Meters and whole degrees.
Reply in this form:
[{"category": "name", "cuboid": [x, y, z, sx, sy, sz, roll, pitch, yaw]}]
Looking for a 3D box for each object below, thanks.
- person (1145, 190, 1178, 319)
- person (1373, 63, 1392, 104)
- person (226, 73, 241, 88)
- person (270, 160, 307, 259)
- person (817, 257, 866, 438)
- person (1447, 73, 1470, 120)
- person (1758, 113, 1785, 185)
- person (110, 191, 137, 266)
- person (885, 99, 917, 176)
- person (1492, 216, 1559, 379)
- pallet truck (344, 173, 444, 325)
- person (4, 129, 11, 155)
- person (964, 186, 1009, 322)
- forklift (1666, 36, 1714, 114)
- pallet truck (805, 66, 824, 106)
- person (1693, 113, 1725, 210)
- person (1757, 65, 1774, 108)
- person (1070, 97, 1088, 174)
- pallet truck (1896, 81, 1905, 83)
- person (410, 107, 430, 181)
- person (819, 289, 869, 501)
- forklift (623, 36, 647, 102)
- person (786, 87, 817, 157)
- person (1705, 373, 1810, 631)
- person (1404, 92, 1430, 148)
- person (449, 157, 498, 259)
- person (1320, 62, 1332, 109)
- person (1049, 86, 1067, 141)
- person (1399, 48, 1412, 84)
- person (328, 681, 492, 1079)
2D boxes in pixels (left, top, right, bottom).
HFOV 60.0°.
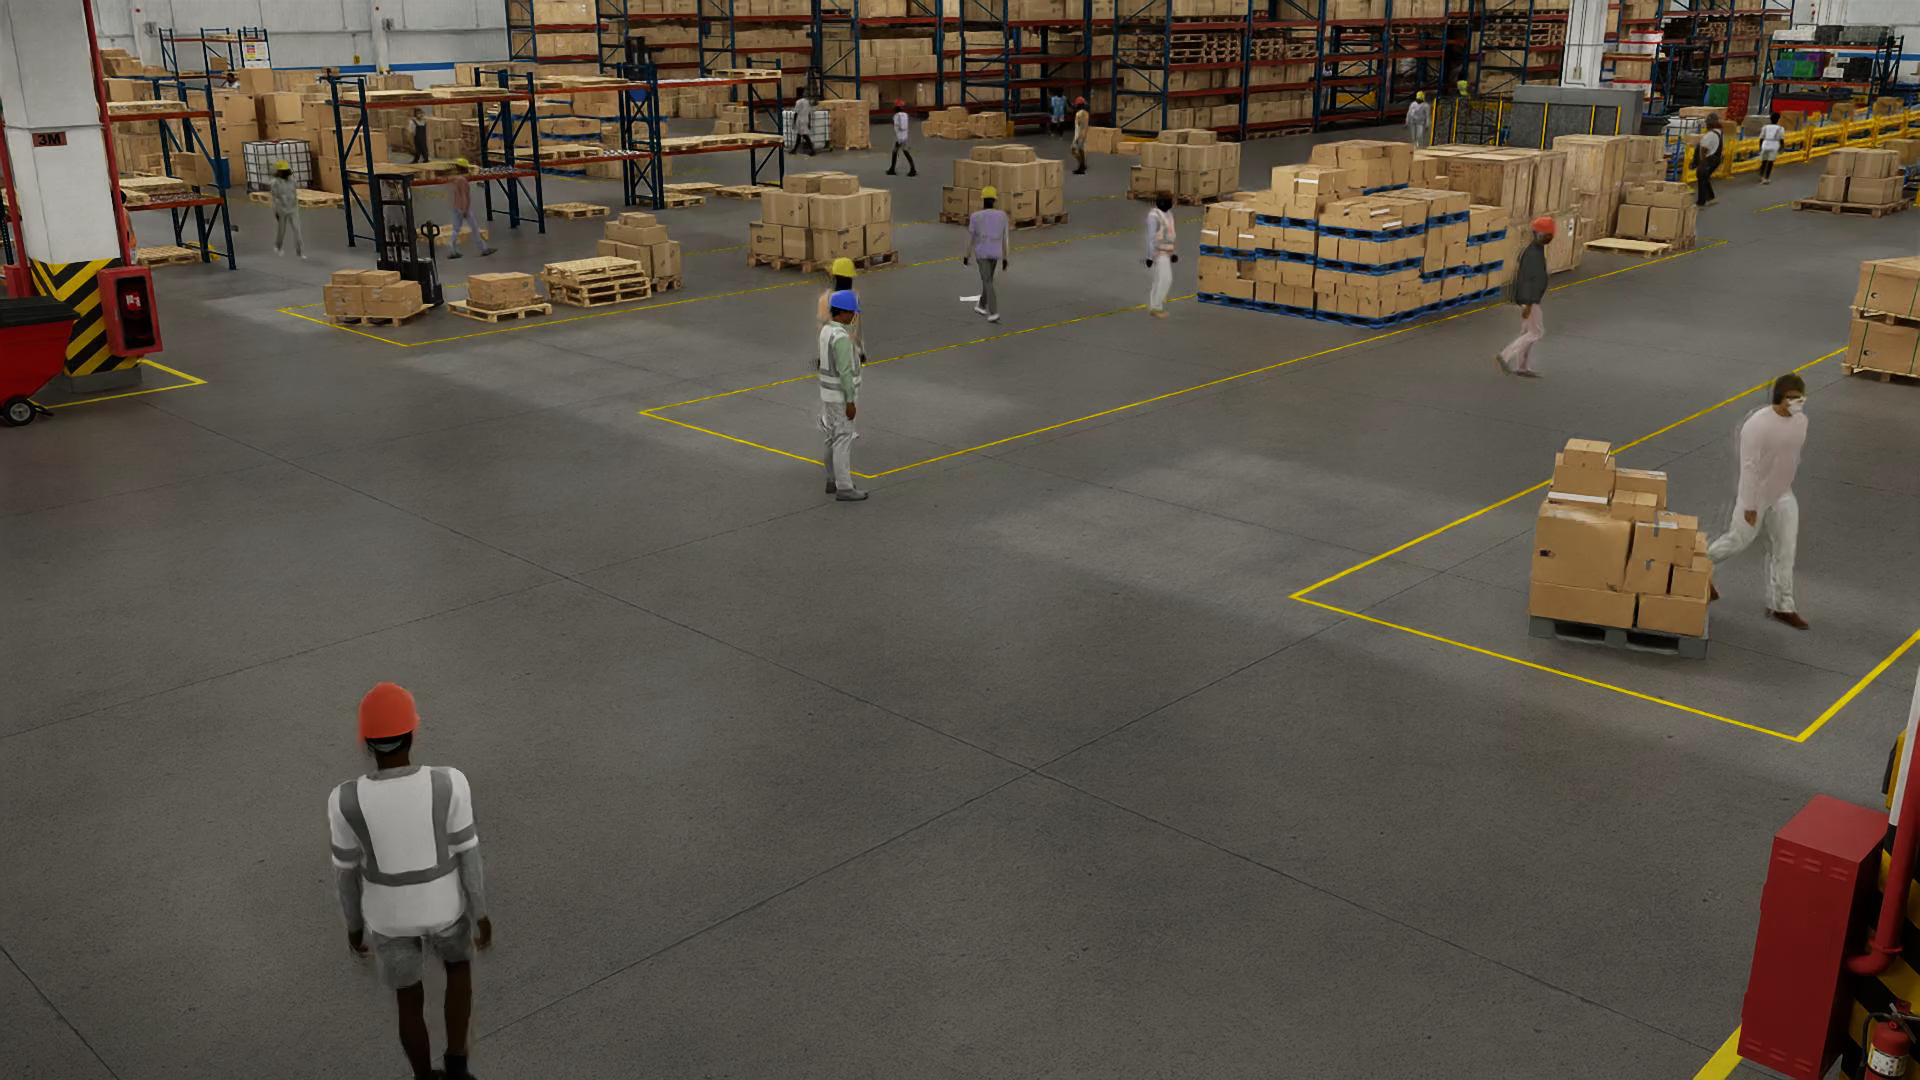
[{"category": "person", "cuboid": [2.908, -4.056, 23.651, 0.520, 1.827, 0.637, 9, 20, 24]}, {"category": "person", "cuboid": [16.207, -17.414, 63.803, 0.640, 1.886, 0.503, -5, 19, -15]}, {"category": "person", "cuboid": [-23.558, -14.205, 54.083, 0.590, 1.919, 0.395, 9, 20, 26]}, {"category": "person", "cuboid": [-11.791, -5.776, 29.024, 0.847, 1.709, 0.493, 15, 24, 39]}, {"category": "person", "cuboid": [-1.203, -1.983, 17.270, 0.416, 1.911, 0.602, 12, 22, 31]}, {"category": "person", "cuboid": [18.008, -15.902, 59.621, 0.561, 1.649, 0.793, -12, 22, -32]}, {"category": "person", "cuboid": [19.567, -9.429, 40.079, 0.672, 1.677, 0.551, -17, 25, -41]}, {"category": "person", "cuboid": [-12.477, -4.390, 24.853, 0.317, 1.700, 0.538, -11, 21, -29]}, {"category": "person", "cuboid": [-1.451, -10.089, 41.731, 0.978, 1.895, 0.561, 15, 24, 39]}, {"category": "person", "cuboid": [6.794, -2.879, 19.881, 0.531, 1.977, 0.624, 4, 19, 12]}, {"category": "pallet truck", "cuboid": [-8.209, -4.181, 23.757, 0.823, 1.965, 1.885, 3, 19, 9]}, {"category": "person", "cuboid": [-21.112, -8.673, 37.482, 0.871, 1.887, 0.703, 13, 22, 33]}, {"category": "person", "cuboid": [0.404, -4.065, 23.595, 0.587, 1.886, 0.980, -9, 21, -26]}, {"category": "forklift", "cuboid": [27.341, -17.291, 61.877, 1.129, 2.768, 1.873, 17, 25, 41]}, {"category": "pallet truck", "cuboid": [-4.812, -15.182, 56.903, 0.823, 1.965, 1.885, -9, 21, -26]}, {"category": "person", "cuboid": [15.845, -8.041, 35.319, 0.684, 2.000, 0.539, -17, 25, -41]}, {"category": "person", "cuboid": [31.747, -17.852, 65.515, 0.498, 1.633, 0.285, 12, 22, 32]}, {"category": "person", "cuboid": [3.021, -10.223, 42.076, 0.396, 1.923, 0.583, 10, 21, 27]}, {"category": "pallet truck", "cuboid": [34.802, -16.331, 61.455, 0.653, 1.274, 1.630, 17, 25, 41]}, {"category": "person", "cuboid": [-13.184, -9.629, 40.506, 0.907, 1.801, 0.509, 13, 23, 35]}, {"category": "person", "cuboid": [-1.085, -1.326, 15.250, 0.401, 1.938, 0.603, -7, 20, -21]}, {"category": "forklift", "cuboid": [-12.182, -17.476, 62.434, 1.129, 2.768, 1.873, 17, 25, 41]}, {"category": "person", "cuboid": [-4.436, -11.703, 46.576, 1.031, 1.909, 0.611, 6, 19, 19]}, {"category": "person", "cuboid": [5.932, -0.345, 12.380, 0.631, 1.901, 0.976, -8, 20, -23]}, {"category": "person", "cuboid": [12.700, -11.561, 46.322, 0.614, 1.790, 0.896, 14, 23, 35]}, {"category": "person", "cuboid": [-8.601, -5.798, 29.064, 0.882, 1.722, 0.531, -14, 23, -37]}, {"category": "person", "cuboid": [13.537, -16.696, 61.558, 0.636, 1.937, 0.358, -11, 21, -31]}, {"category": "person", "cuboid": [3.004, -13.195, 51.443, 0.539, 1.667, 0.602, -8, 20, -22]}, {"category": "person", "cuboid": [20.617, -21.759, 76.890, 0.983, 1.895, 0.560, -14, 23, -36]}, {"category": "person", "cuboid": [-2.226, 1.487, 6.795, 0.585, 1.922, 0.407, -5, 19, -15]}]
